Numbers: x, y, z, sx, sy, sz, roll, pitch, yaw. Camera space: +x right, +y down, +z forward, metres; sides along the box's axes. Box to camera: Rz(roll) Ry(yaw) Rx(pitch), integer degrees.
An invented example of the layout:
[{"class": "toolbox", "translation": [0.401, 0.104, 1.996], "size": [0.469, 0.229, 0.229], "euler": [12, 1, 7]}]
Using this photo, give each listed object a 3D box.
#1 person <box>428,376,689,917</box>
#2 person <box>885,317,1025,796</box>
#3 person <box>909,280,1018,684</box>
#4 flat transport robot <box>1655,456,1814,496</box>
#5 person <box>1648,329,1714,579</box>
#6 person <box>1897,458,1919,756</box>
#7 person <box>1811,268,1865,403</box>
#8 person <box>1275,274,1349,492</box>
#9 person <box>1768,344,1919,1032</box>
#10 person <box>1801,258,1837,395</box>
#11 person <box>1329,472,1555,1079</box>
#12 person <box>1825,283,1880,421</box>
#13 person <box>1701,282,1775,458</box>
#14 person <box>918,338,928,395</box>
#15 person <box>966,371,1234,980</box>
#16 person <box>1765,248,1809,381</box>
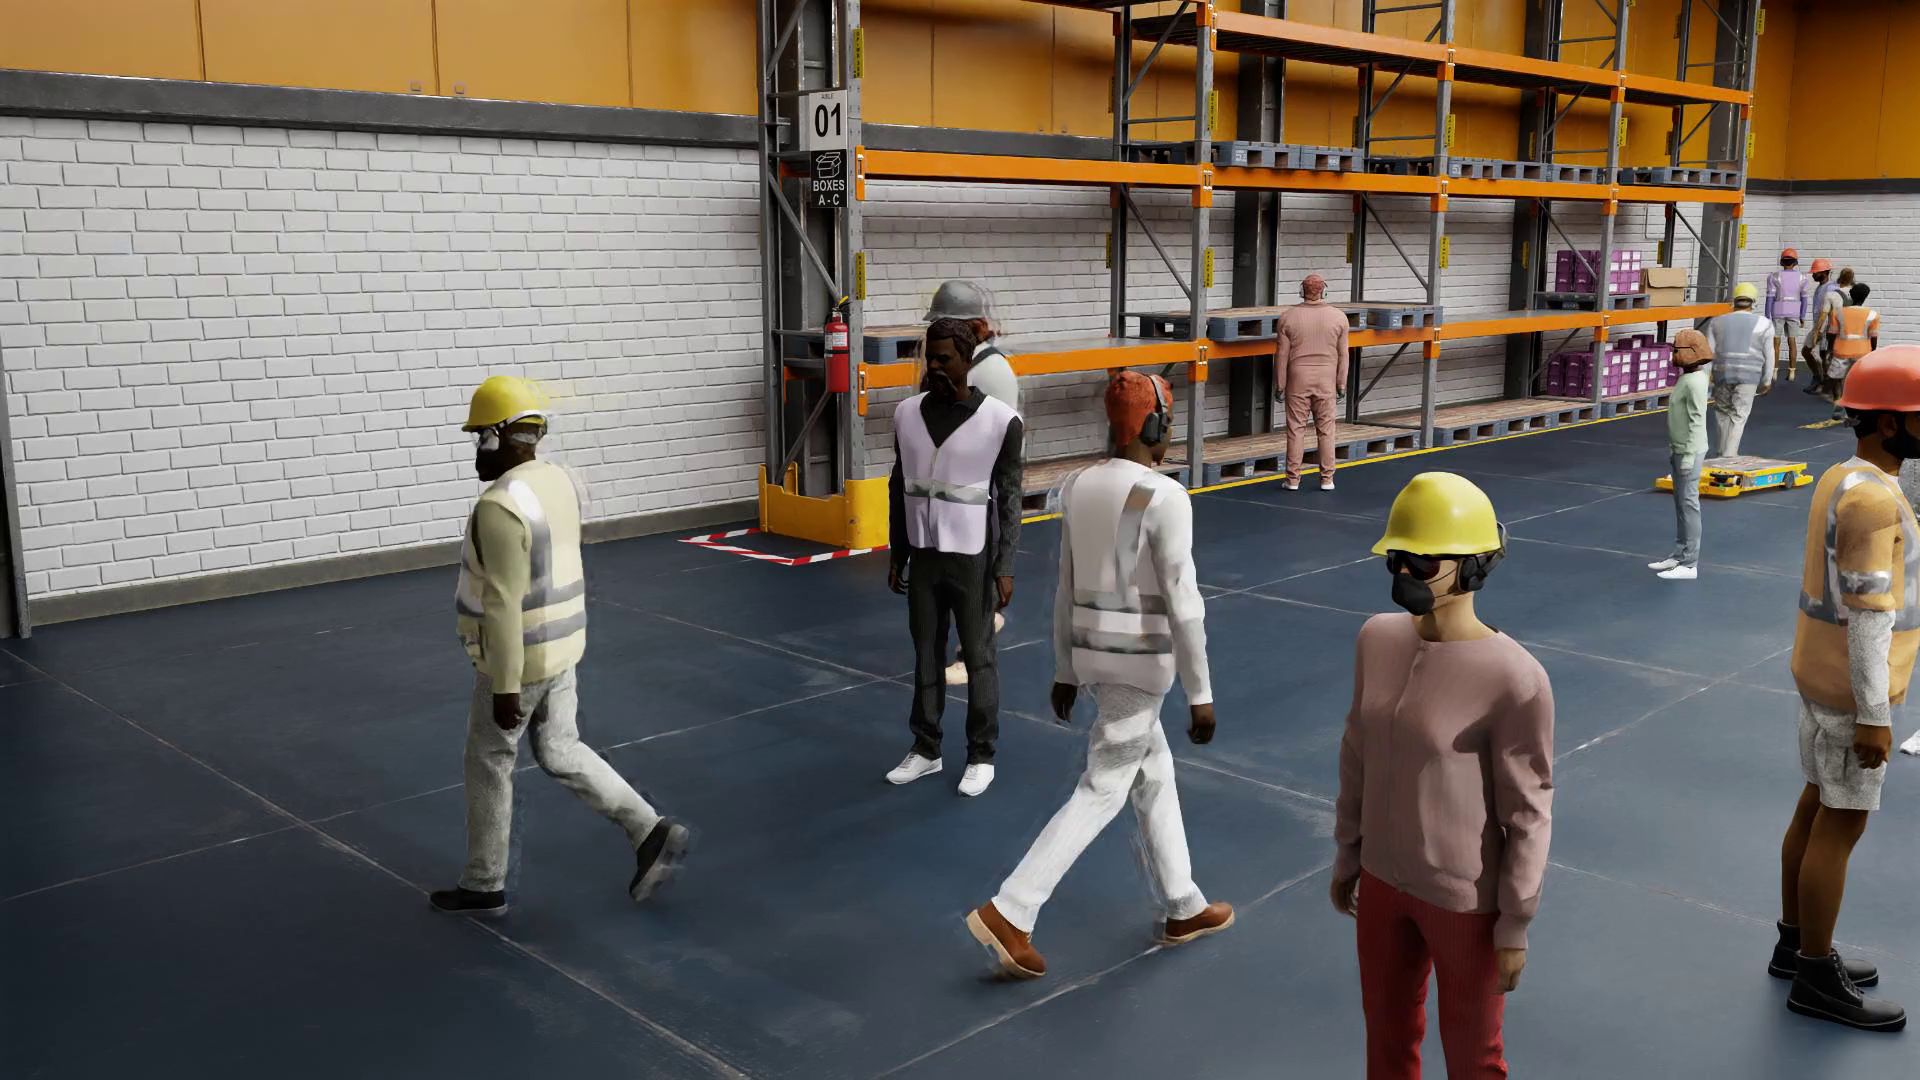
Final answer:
[{"class": "person", "translation": [-1.347, 0.362, 5.460], "size": [0.794, 1.802, 0.606], "euler": [2, 11, 9]}, {"class": "person", "translation": [-0.026, 0.064, 6.727], "size": [0.587, 1.920, 0.392], "euler": [6, 12, 28]}, {"class": "person", "translation": [-0.004, -0.288, 8.315], "size": [0.552, 2.000, 0.689], "euler": [-7, 12, -32]}, {"class": "flat transport robot", "translation": [6.874, -0.579, 14.731], "size": [1.431, 0.197, 0.652], "euler": [-7, 13, -35]}, {"class": "person", "translation": [4.745, -0.560, 10.908], "size": [0.286, 1.634, 0.500], "euler": [3, 11, 16]}, {"class": "person", "translation": [4.038, 0.044, 7.030], "size": [0.796, 1.841, 0.563], "euler": [-6, 12, -29]}, {"class": "person", "translation": [11.820, -2.747, 22.400], "size": [0.575, 1.795, 0.950], "euler": [0, 10, 3]}, {"class": "person", "translation": [3.074, -1.370, 14.585], "size": [0.639, 1.908, 0.409], "euler": [1, 10, 5]}, {"class": "person", "translation": [2.587, 0.412, 4.772], "size": [0.361, 1.940, 0.543], "euler": [3, 11, 18]}, {"class": "person", "translation": [12.109, -2.990, 23.393], "size": [0.459, 1.909, 0.549], "euler": [1, 10, 4]}, {"class": "person", "translation": [0.981, 0.733, 3.497], "size": [0.326, 1.769, 0.524], "euler": [-6, 12, -30]}, {"class": "person", "translation": [10.519, -2.184, 19.615], "size": [0.557, 1.681, 0.436], "euler": [5, 12, 27]}, {"class": "person", "translation": [7.427, -1.542, 15.841], "size": [0.600, 1.793, 0.854], "euler": [8, 13, 37]}, {"class": "person", "translation": [0.004, -0.774, 11.372], "size": [0.834, 1.895, 0.614], "euler": [-4, 11, -20]}, {"class": "person", "translation": [0.441, 0.409, 5.083], "size": [0.947, 1.843, 0.645], "euler": [-6, 12, -30]}, {"class": "person", "translation": [12.757, -3.483, 25.737], "size": [0.611, 2.040, 0.393], "euler": [2, 11, 11]}]
